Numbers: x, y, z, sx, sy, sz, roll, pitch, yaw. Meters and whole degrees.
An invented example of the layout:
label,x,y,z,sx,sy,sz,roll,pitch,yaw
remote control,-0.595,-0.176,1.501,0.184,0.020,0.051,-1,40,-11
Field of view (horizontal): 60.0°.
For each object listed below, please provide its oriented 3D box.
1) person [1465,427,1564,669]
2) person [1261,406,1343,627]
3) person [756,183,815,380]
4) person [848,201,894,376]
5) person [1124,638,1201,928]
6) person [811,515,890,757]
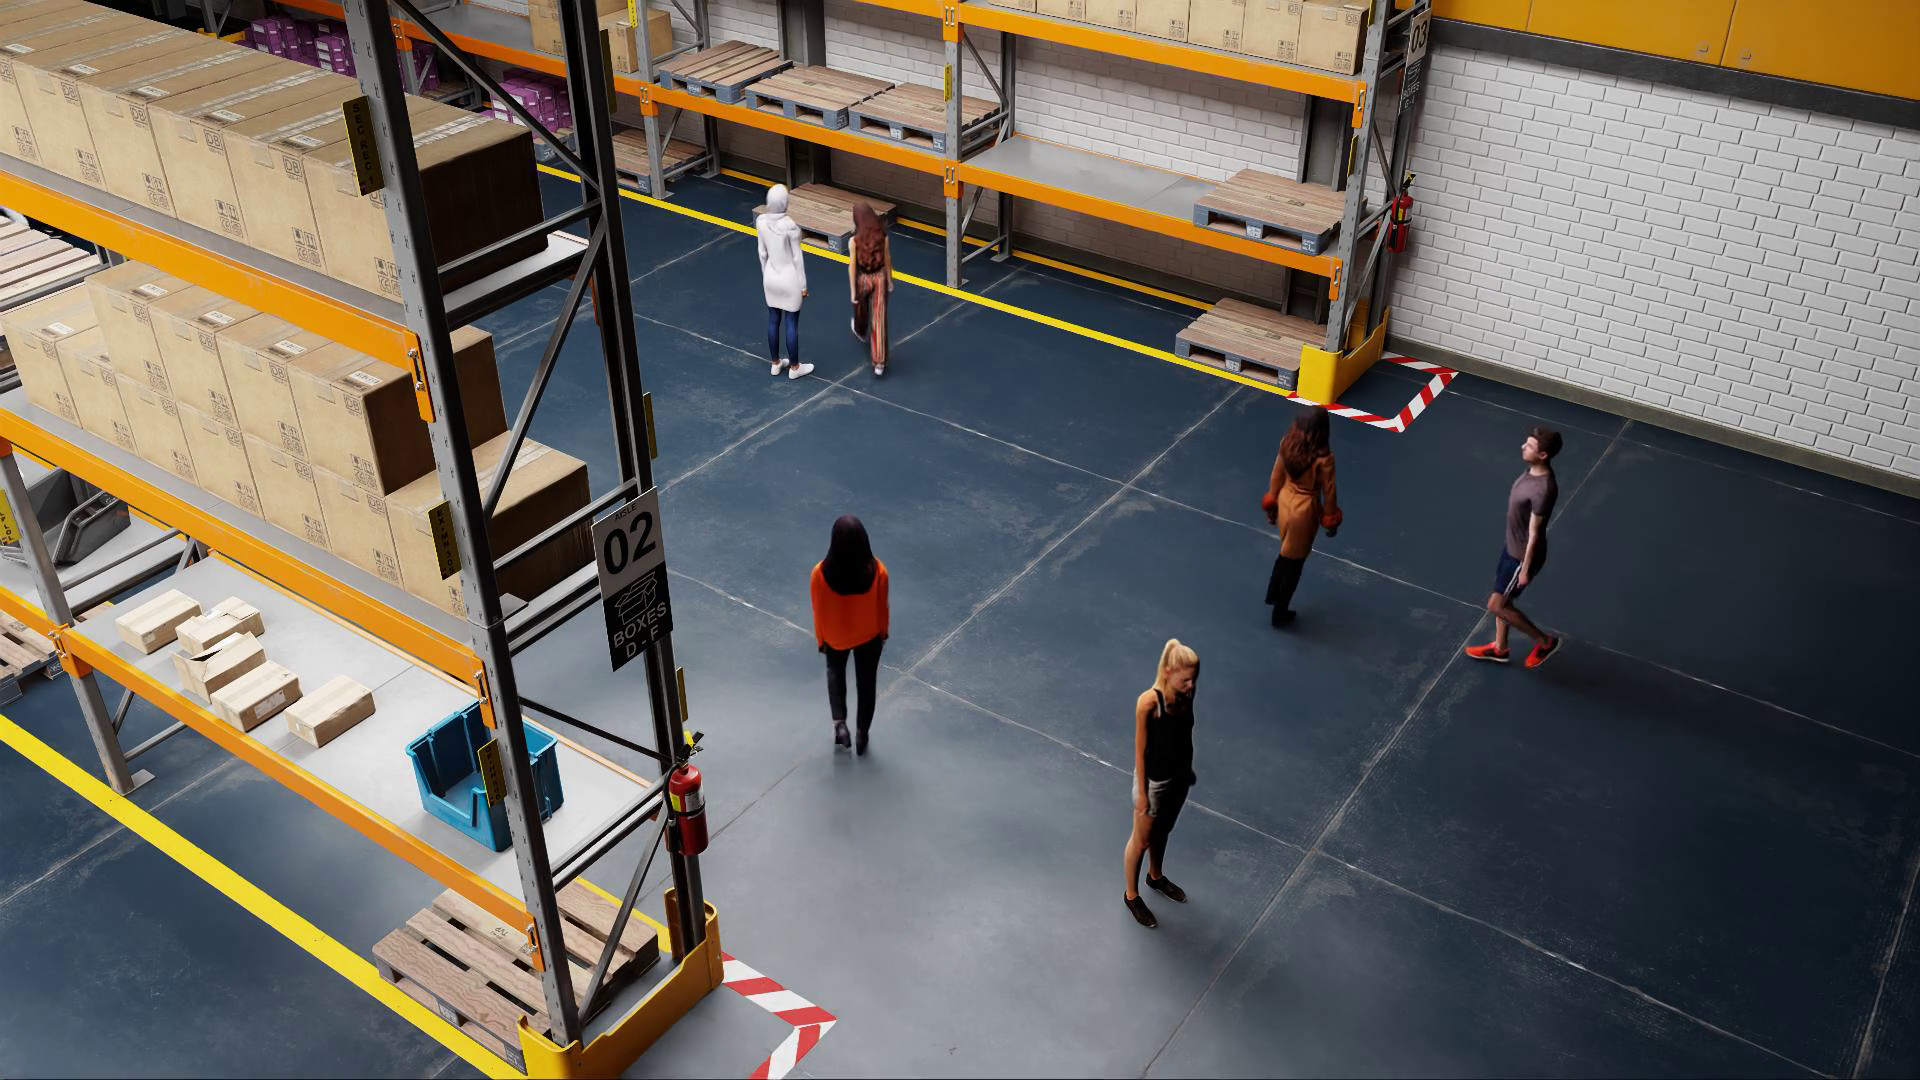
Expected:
label,x,y,z,sx,sy,sz,roll,pitch,yaw
person,3.786,0.090,10.928,0.927,1.839,0.812,9,35,13
person,2.263,-0.118,11.355,0.850,1.712,0.736,-24,41,-32
person,-1.550,-2.249,14.504,0.472,1.775,0.682,19,38,26
person,-0.758,-2.190,14.659,1.008,1.506,1.141,-9,35,-14
person,1.103,1.282,9.123,0.662,1.850,0.610,-25,41,-33
person,-0.651,0.647,10.180,0.713,1.739,0.793,-1,34,-2
